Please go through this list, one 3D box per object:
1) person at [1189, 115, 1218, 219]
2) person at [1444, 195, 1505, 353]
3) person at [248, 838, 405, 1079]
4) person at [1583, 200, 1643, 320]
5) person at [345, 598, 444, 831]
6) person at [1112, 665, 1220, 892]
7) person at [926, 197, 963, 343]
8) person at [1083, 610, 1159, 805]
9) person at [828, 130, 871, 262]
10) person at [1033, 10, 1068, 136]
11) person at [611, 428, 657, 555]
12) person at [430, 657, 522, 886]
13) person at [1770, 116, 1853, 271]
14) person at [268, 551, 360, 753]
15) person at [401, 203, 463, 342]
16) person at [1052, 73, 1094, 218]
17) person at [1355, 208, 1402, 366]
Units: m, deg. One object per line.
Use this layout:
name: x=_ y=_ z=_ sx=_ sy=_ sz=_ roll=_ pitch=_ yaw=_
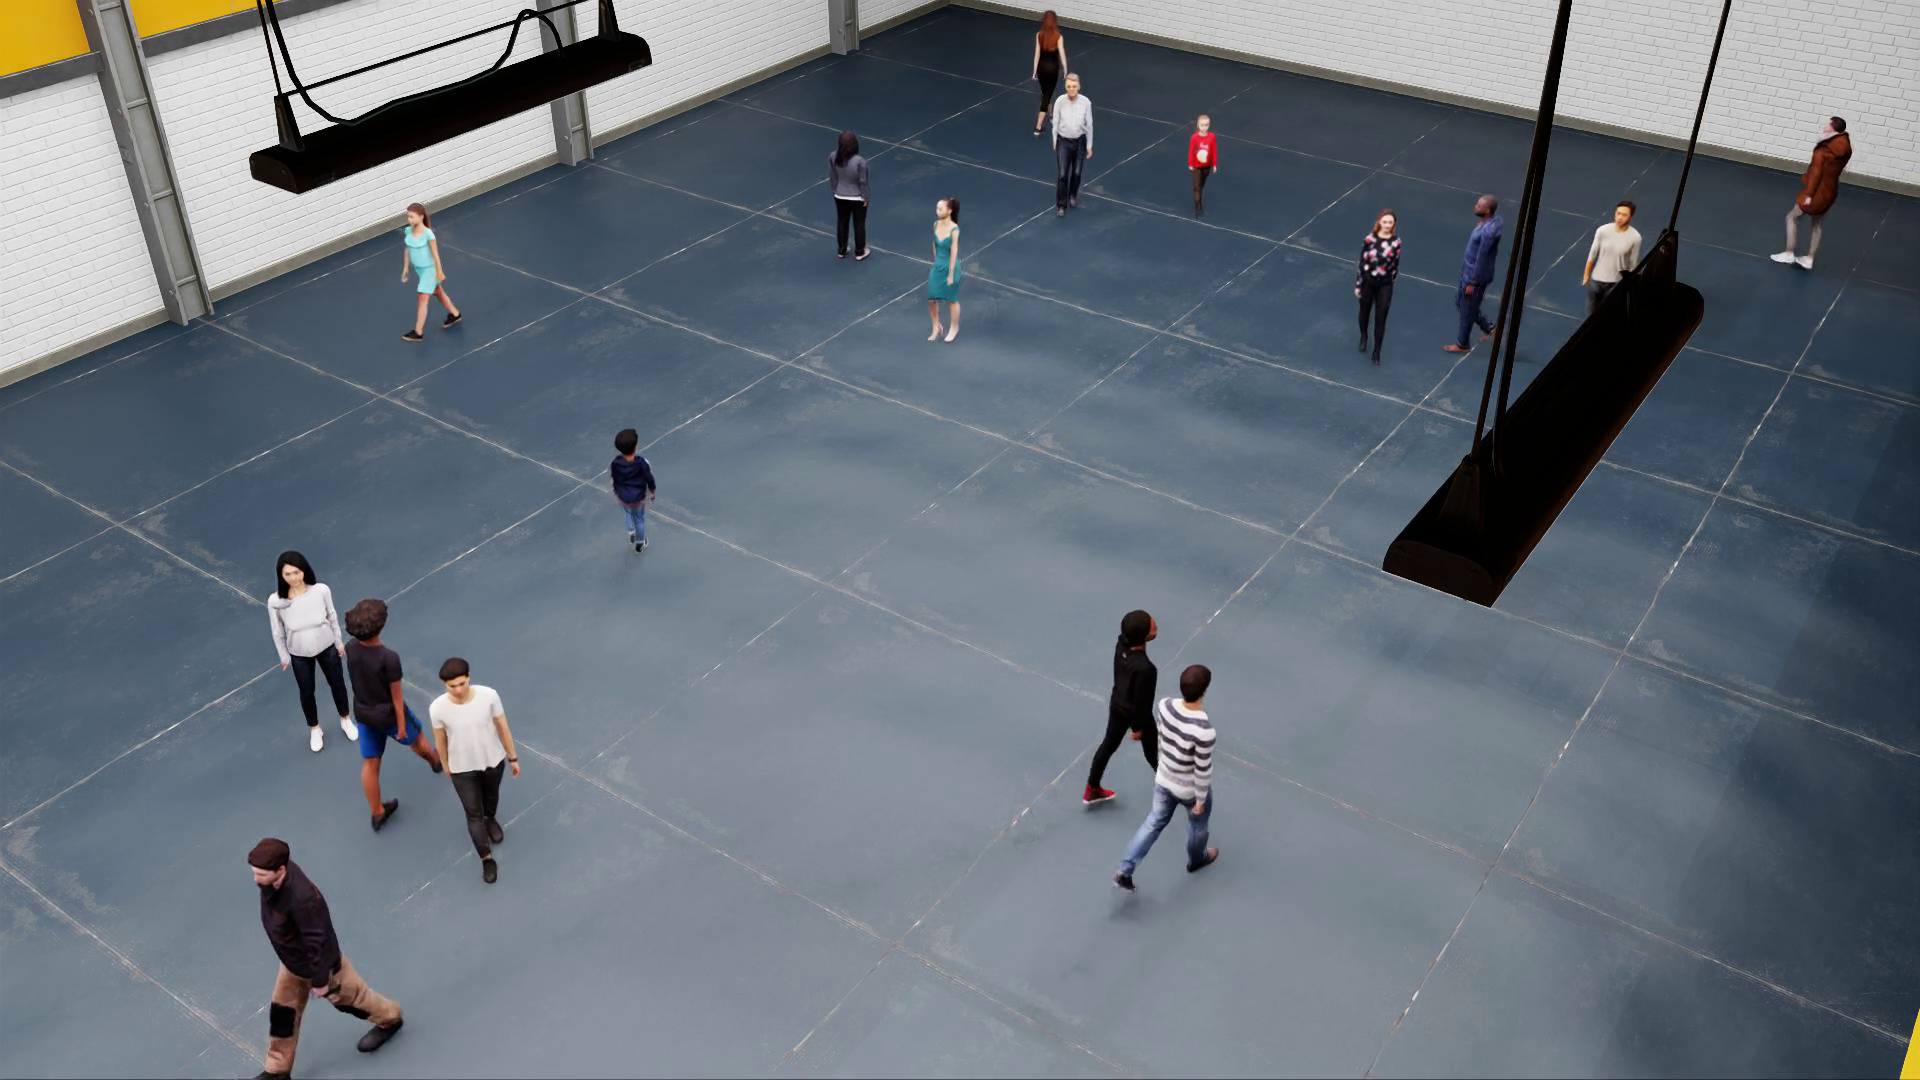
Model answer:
person: x=3.073 y=-4.793 z=21.193 sx=0.866 sy=1.252 sz=0.921 roll=-5 pitch=34 yaw=-8
person: x=5.581 y=-2.793 z=17.686 sx=0.854 sy=1.804 sz=0.812 roll=10 pitch=35 yaw=15
person: x=-3.724 y=2.419 z=9.787 sx=0.830 sy=1.867 sz=1.262 roll=27 pitch=42 yaw=35
person: x=6.906 y=-2.777 z=17.671 sx=0.682 sy=1.793 sz=0.975 roll=18 pitch=38 yaw=25
person: x=-4.101 y=1.265 z=11.632 sx=0.892 sy=1.747 sz=1.197 roll=7 pitch=34 yaw=10
person: x=1.388 y=1.635 z=11.006 sx=1.203 sy=1.823 sz=0.832 roll=-27 pitch=42 yaw=-35
person: x=-0.081 y=-2.924 z=17.997 sx=0.582 sy=1.677 sz=0.624 roll=27 pitch=42 yaw=34
person: x=1.143 y=1.230 z=11.791 sx=1.177 sy=1.629 sz=0.973 roll=-14 pitch=36 yaw=-21
person: x=-1.309 y=-4.118 z=19.867 sx=0.706 sy=1.595 sz=0.703 roll=15 pitch=36 yaw=21
person: x=1.205 y=-6.545 z=23.443 sx=0.712 sy=1.678 sz=1.178 roll=16 pitch=37 yaw=22
person: x=-2.899 y=-0.403 z=14.624 sx=0.620 sy=1.213 sz=0.651 roll=3 pitch=34 yaw=4
person: x=-3.326 y=1.442 z=11.415 sx=1.044 sy=1.691 sz=1.007 roll=-15 pitch=36 yaw=-21
person: x=10.157 y=-4.036 z=19.540 sx=0.824 sy=1.820 sz=0.910 roll=-14 pitch=36 yaw=-19
person: x=-4.814 y=0.802 z=12.371 sx=0.638 sy=1.700 sz=0.755 roll=-16 pitch=37 yaw=-23
person: x=-5.789 y=-2.969 z=18.214 sx=0.539 sy=1.512 sz=1.043 roll=22 pitch=39 yaw=29
person: x=1.430 y=-5.075 z=21.136 sx=0.989 sy=1.784 sz=1.130 roll=1 pitch=34 yaw=1
person: x=4.433 y=-2.774 z=17.790 sx=0.805 sy=1.656 sz=1.001 roll=7 pitch=34 yaw=10
